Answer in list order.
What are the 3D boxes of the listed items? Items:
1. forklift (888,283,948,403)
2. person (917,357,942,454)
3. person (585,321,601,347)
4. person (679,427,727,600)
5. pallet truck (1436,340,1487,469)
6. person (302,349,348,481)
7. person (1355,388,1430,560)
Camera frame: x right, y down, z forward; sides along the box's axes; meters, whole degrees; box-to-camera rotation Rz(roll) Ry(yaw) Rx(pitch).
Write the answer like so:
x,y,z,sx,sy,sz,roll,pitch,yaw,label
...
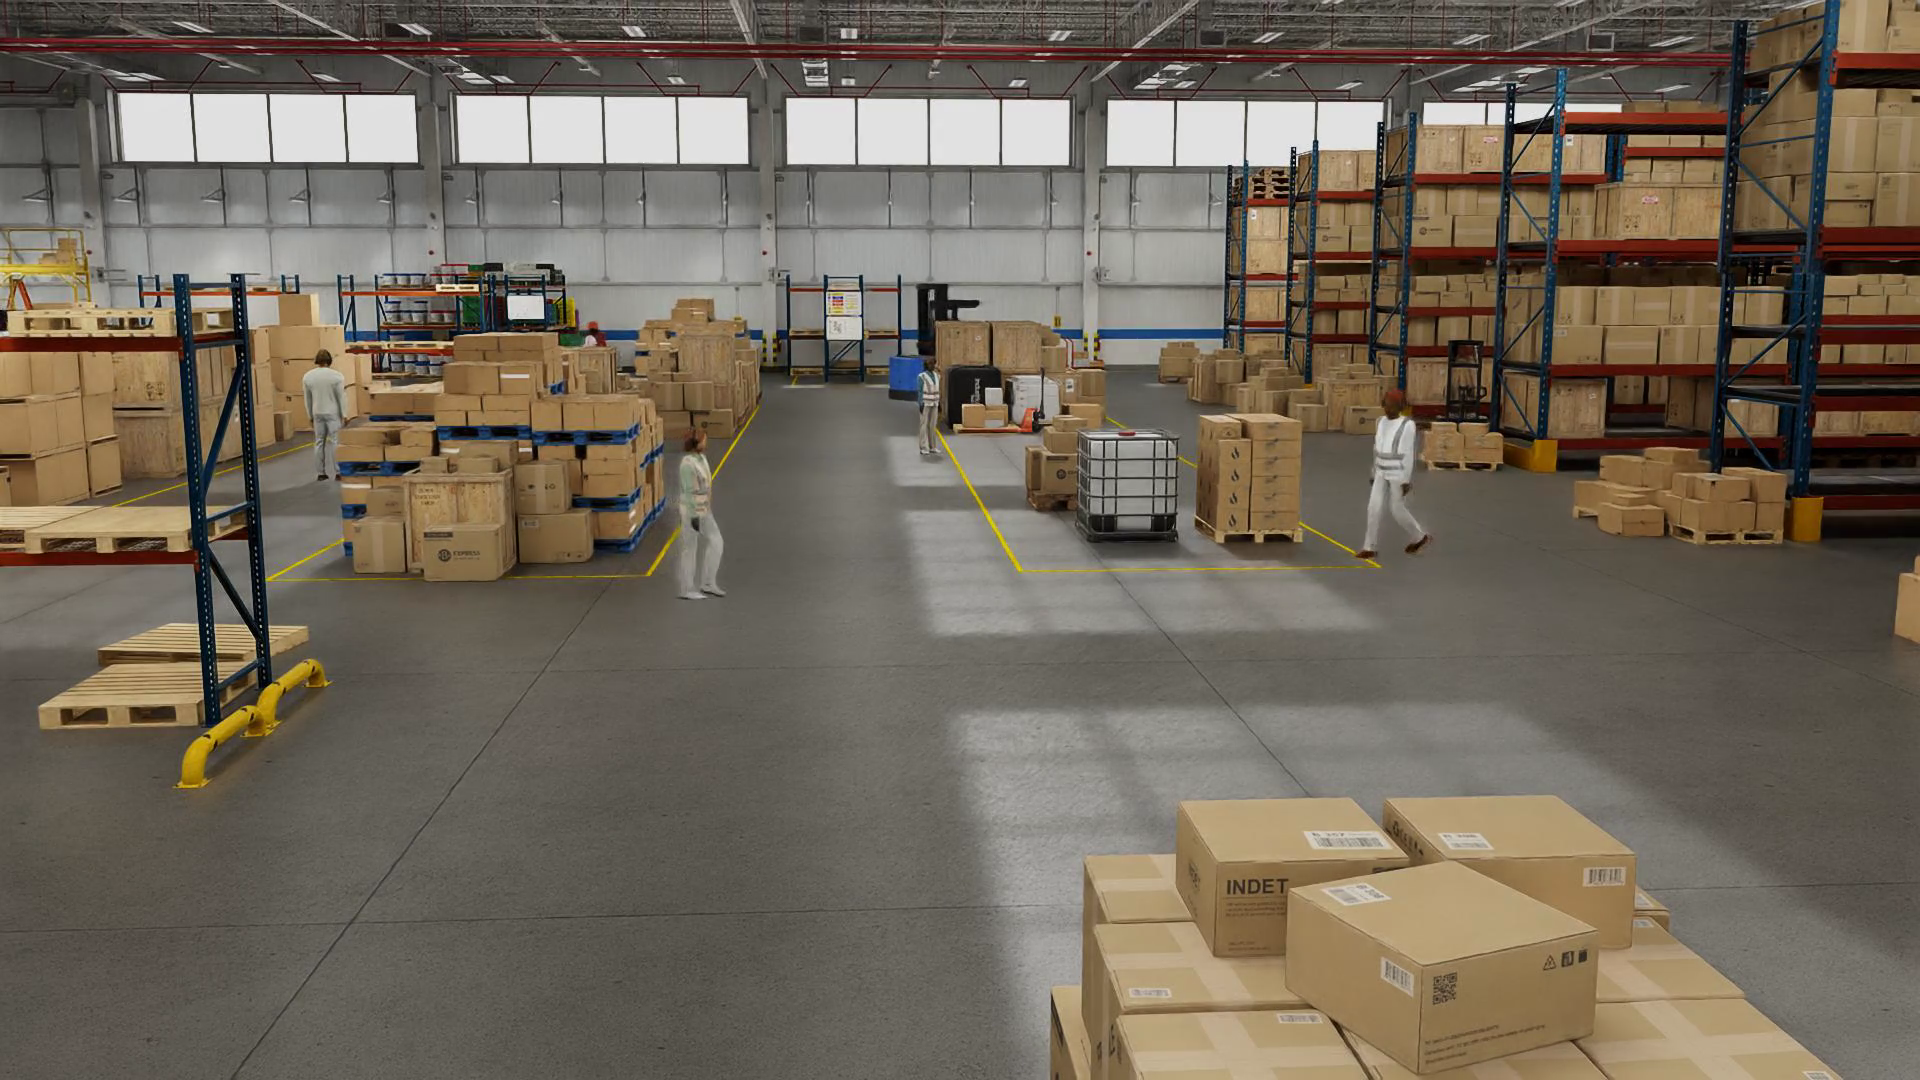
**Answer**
x,y,z,sx,sy,sz,roll,pitch,yaw,label
-0.684,-4.715,39.634,1.873,2.768,1.129,-6,11,-34,forklift
-0.521,-2.276,28.190,0.308,1.645,0.514,8,12,42,person
-8.944,-4.321,40.161,0.577,1.925,0.547,-4,10,-22,person
-2.383,-0.238,15.437,0.537,1.619,0.549,2,9,10,person
8.004,-2.170,26.422,0.823,1.965,1.885,2,9,14,pallet truck
-9.316,-1.832,24.480,0.632,1.940,0.372,0,9,2,person
4.645,-0.700,17.691,0.826,1.855,0.625,-5,10,-27,person
